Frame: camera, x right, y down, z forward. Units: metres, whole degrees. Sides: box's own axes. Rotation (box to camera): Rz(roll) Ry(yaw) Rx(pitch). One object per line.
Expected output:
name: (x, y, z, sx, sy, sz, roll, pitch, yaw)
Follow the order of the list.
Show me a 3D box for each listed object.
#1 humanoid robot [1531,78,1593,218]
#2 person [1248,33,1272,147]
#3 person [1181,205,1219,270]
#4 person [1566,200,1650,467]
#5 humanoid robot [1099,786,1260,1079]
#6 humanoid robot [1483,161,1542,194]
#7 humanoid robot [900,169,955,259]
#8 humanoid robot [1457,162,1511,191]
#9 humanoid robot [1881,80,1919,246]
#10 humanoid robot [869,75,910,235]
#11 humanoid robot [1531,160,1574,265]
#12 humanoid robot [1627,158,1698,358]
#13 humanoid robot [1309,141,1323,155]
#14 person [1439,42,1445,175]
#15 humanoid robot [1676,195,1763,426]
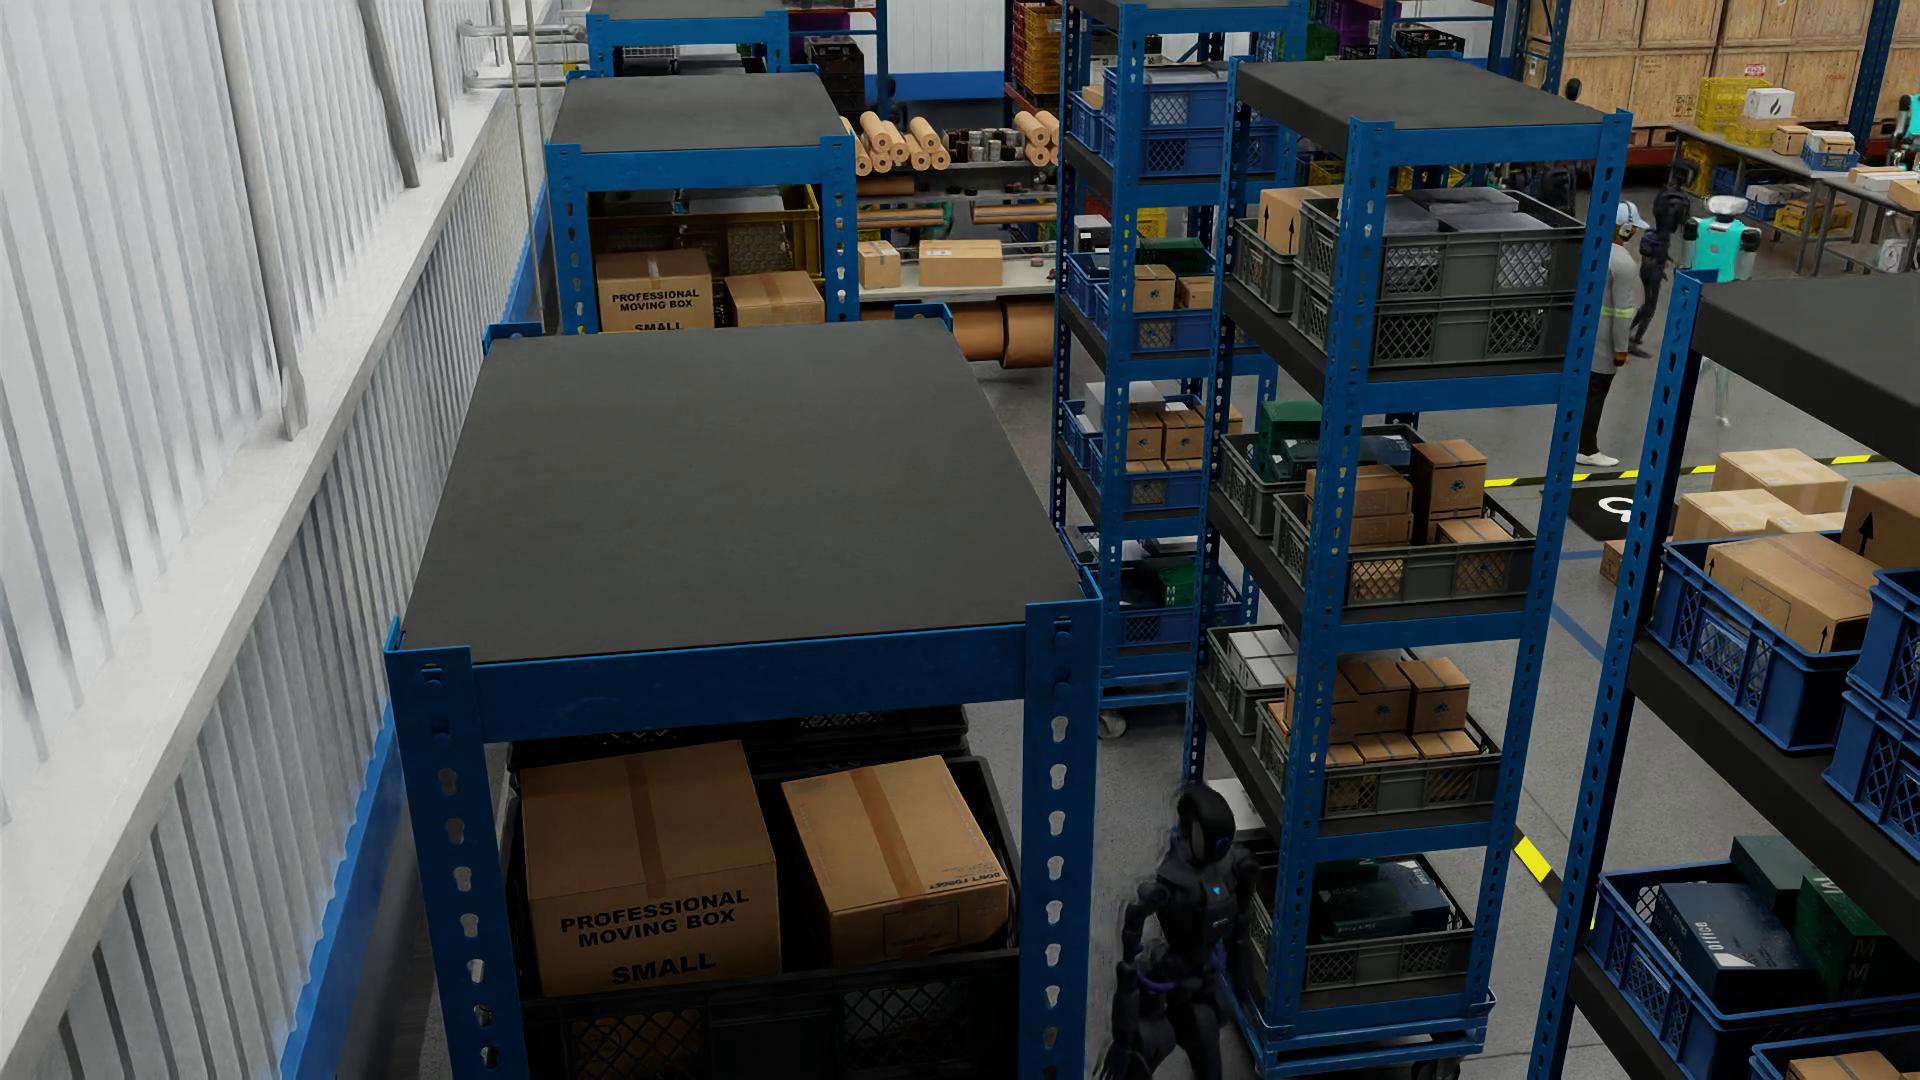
humanoid robot: (6.186, -3.898, 17.072, 0.611, 1.649, 0.312, 5, 25, 11)
person: (3.452, -5.082, 19.412, 0.342, 1.882, 0.585, 10, 26, 20)
person: (2.348, -3.400, 15.824, 0.431, 1.836, 0.616, -14, 28, -27)
person: (4.456, -1.425, 11.503, 0.386, 1.851, 0.588, -5, 25, -11)
humanoid robot: (0.709, 1.504, 5.403, 0.608, 1.620, 0.794, -15, 29, -30)
humanoid robot: (5.537, -3.701, 16.646, 0.593, 1.651, 0.320, -3, 25, -6)
humanoid robot: (-0.408, -2.341, 13.565, 0.780, 1.719, 0.543, 15, 29, 29)
humanoid robot: (5.192, -3.642, 16.349, 0.531, 1.705, 0.745, 16, 29, 30)
humanoid robot: (9.333, -3.616, 16.401, 0.870, 1.768, 0.596, -21, 32, -38)
humanoid robot: (-0.780, -4.053, 17.487, 0.587, 1.634, 0.781, -20, 32, -37)
humanoid robot: (5.119, -2.688, 14.455, 0.355, 1.653, 0.602, -2, 25, -4)
humanoid robot: (5.729, -2.344, 13.714, 0.420, 1.636, 0.615, 9, 26, 18)
humanoid robot: (4.349, -4.823, 19.039, 0.921, 1.747, 0.530, 16, 29, 31)
person: (4.784, -4.094, 17.080, 0.613, 2.038, 0.392, 9, 26, 19)
humanoid robot: (5.549, -1.688, 12.206, 0.539, 1.768, 0.779, 19, 31, 36)
